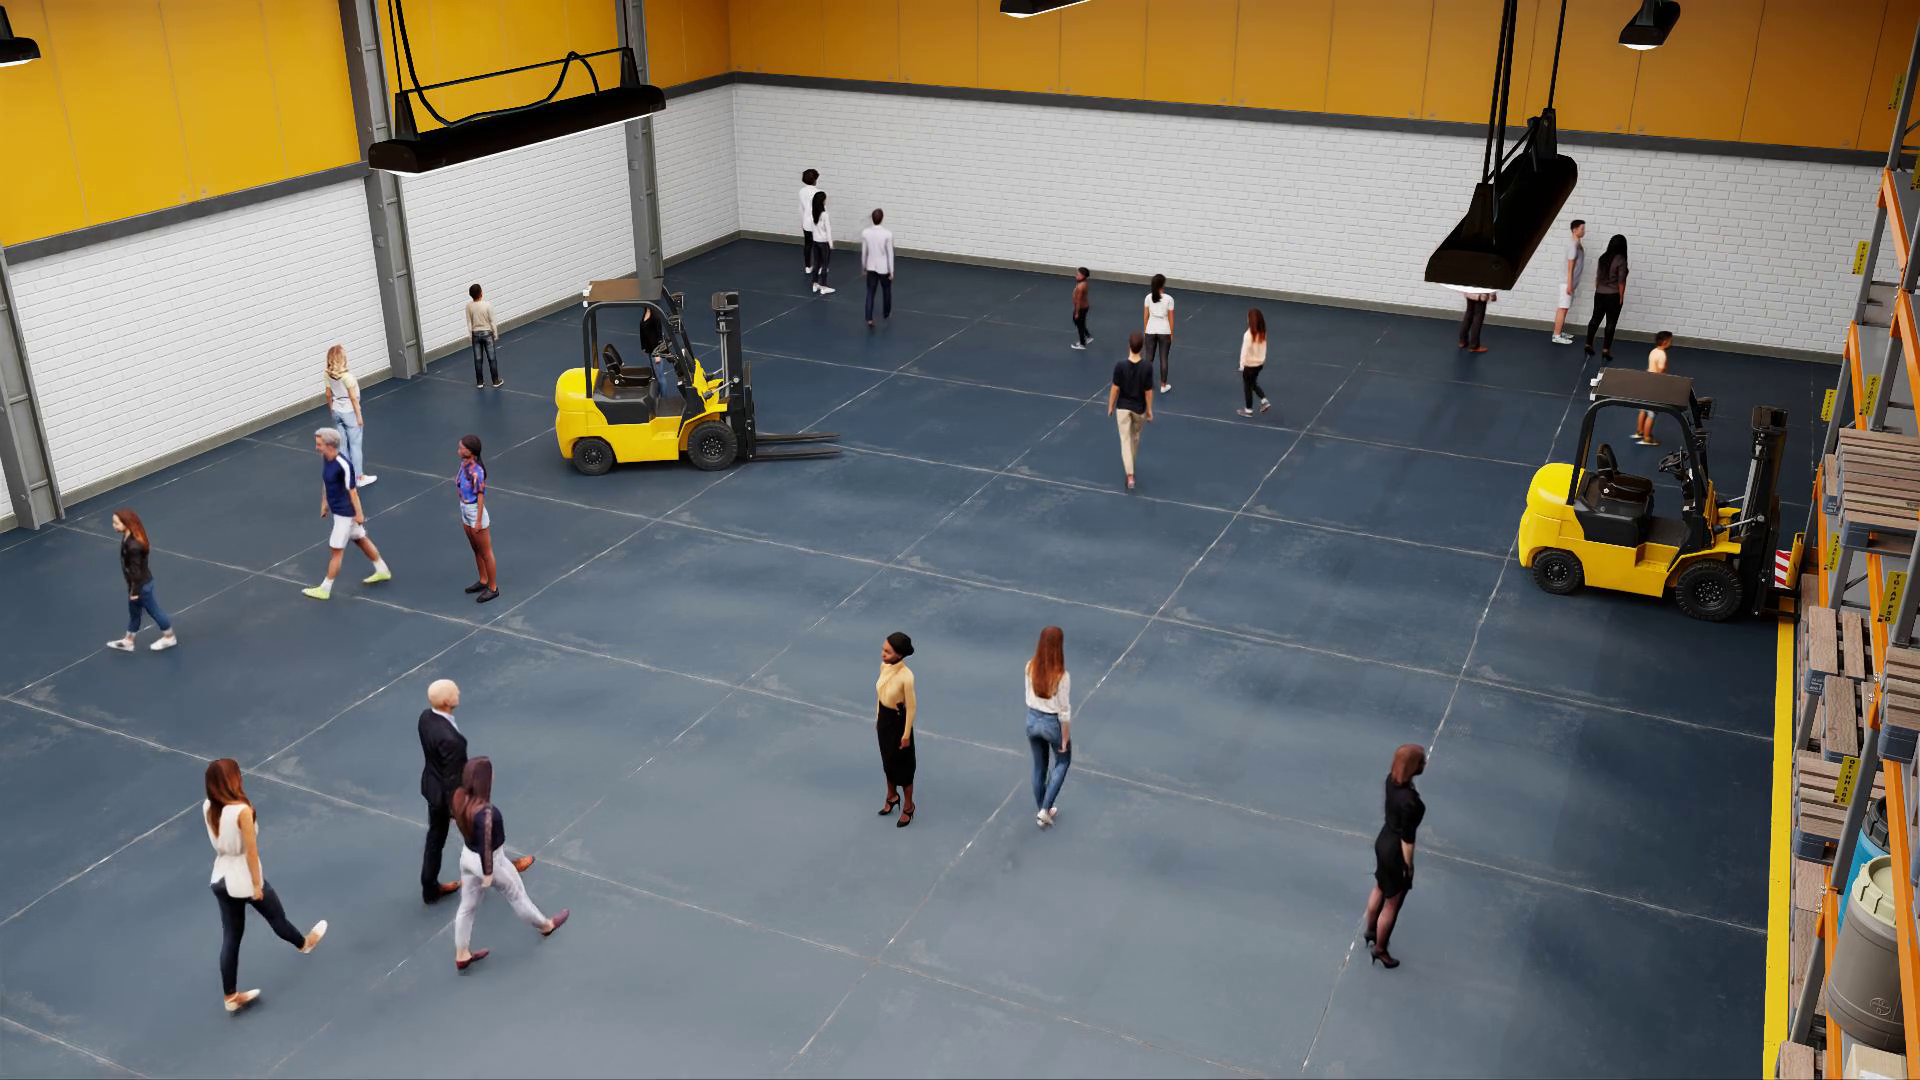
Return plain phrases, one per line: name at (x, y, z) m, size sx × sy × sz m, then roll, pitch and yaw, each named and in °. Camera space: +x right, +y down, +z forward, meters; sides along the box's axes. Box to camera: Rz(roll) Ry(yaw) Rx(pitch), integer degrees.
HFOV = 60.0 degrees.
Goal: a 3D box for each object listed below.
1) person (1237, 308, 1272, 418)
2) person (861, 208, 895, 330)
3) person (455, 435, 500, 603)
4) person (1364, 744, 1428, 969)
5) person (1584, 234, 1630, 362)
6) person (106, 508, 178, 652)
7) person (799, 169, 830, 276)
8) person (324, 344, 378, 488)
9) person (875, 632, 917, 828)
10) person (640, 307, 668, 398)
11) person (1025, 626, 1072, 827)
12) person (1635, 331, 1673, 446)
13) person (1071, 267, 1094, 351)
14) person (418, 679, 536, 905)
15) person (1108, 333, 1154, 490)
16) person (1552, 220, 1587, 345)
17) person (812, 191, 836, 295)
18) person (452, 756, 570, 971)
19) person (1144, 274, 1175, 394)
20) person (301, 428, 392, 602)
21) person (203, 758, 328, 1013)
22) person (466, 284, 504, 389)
person at (3.901, -2.303, 21.864) m, size 0.700 × 1.472 × 0.735 m, roll -21°, pitch 31°, yaw -40°
person at (-1.292, -4.158, 25.674) m, size 0.896 × 1.819 × 1.276 m, roll 4°, pitch 24°, yaw 10°
person at (-4.887, -0.237, 16.800) m, size 0.661 × 1.742 × 0.663 m, roll -17°, pitch 29°, yaw -34°
person at (2.979, 2.148, 11.394) m, size 0.715 × 1.702 × 0.595 m, roll -2°, pitch 24°, yaw -4°
person at (9.440, -3.536, 24.227) m, size 0.772 × 1.838 × 0.747 m, roll -14°, pitch 27°, yaw -29°
person at (-7.699, 0.375, 15.750) m, size 0.930 × 1.461 × 0.815 m, roll -15°, pitch 28°, yaw -30°
person at (-2.563, -5.519, 28.800) m, size 0.644 × 1.809 × 0.590 m, roll 14°, pitch 27°, yaw 29°
person at (-7.254, -1.470, 19.645) m, size 0.624 × 1.722 × 0.534 m, roll 12°, pitch 26°, yaw 25°
person at (-0.497, 1.471, 13.004) m, size 0.665 × 1.653 × 0.648 m, roll -18°, pitch 29°, yaw -35°
person at (-4.085, -2.556, 22.223) m, size 0.660 × 1.647 × 0.648 m, roll -16°, pitch 28°, yaw -32°
person at (0.630, 1.491, 12.880) m, size 0.600 × 1.715 × 0.700 m, roll 14°, pitch 27°, yaw 29°
person at (8.792, -1.942, 21.055) m, size 0.654 × 1.458 × 0.540 m, roll 1°, pitch 24°, yaw 2°
person at (1.875, -3.446, 24.761) m, size 0.645 × 1.245 × 0.554 m, roll 4°, pitch 24°, yaw 8°
person at (-3.768, 1.852, 11.993) m, size 1.177 × 1.764 × 0.970 m, roll -20°, pitch 31°, yaw -38°
person at (2.021, -1.481, 19.560) m, size 1.043 × 1.810 × 1.254 m, roll -2°, pitch 24°, yaw -4°
person at (9.176, -3.907, 25.055) m, size 0.728 × 1.854 × 0.495 m, roll 10°, pitch 26°, yaw 22°
person at (-2.322, -4.969, 27.678) m, size 0.706 × 1.700 × 0.733 m, roll -21°, pitch 31°, yaw -39°
person at (-3.310, 2.239, 11.363) m, size 1.127 × 1.559 × 0.838 m, roll -20°, pitch 31°, yaw -38°
person at (2.730, -2.855, 22.913) m, size 0.584 × 1.642 × 0.534 m, roll 8°, pitch 25°, yaw 17°
person at (-6.149, -0.292, 16.881) m, size 1.269 × 1.777 × 1.011 m, roll -18°, pitch 29°, yaw -35°
person at (-4.819, 2.316, 10.958) m, size 0.633 × 1.743 × 1.094 m, roll 10°, pitch 25°, yaw 21°
person at (-6.637, -2.840, 23.100) m, size 0.623 × 1.465 × 0.647 m, roll -2°, pitch 24°, yaw -4°
